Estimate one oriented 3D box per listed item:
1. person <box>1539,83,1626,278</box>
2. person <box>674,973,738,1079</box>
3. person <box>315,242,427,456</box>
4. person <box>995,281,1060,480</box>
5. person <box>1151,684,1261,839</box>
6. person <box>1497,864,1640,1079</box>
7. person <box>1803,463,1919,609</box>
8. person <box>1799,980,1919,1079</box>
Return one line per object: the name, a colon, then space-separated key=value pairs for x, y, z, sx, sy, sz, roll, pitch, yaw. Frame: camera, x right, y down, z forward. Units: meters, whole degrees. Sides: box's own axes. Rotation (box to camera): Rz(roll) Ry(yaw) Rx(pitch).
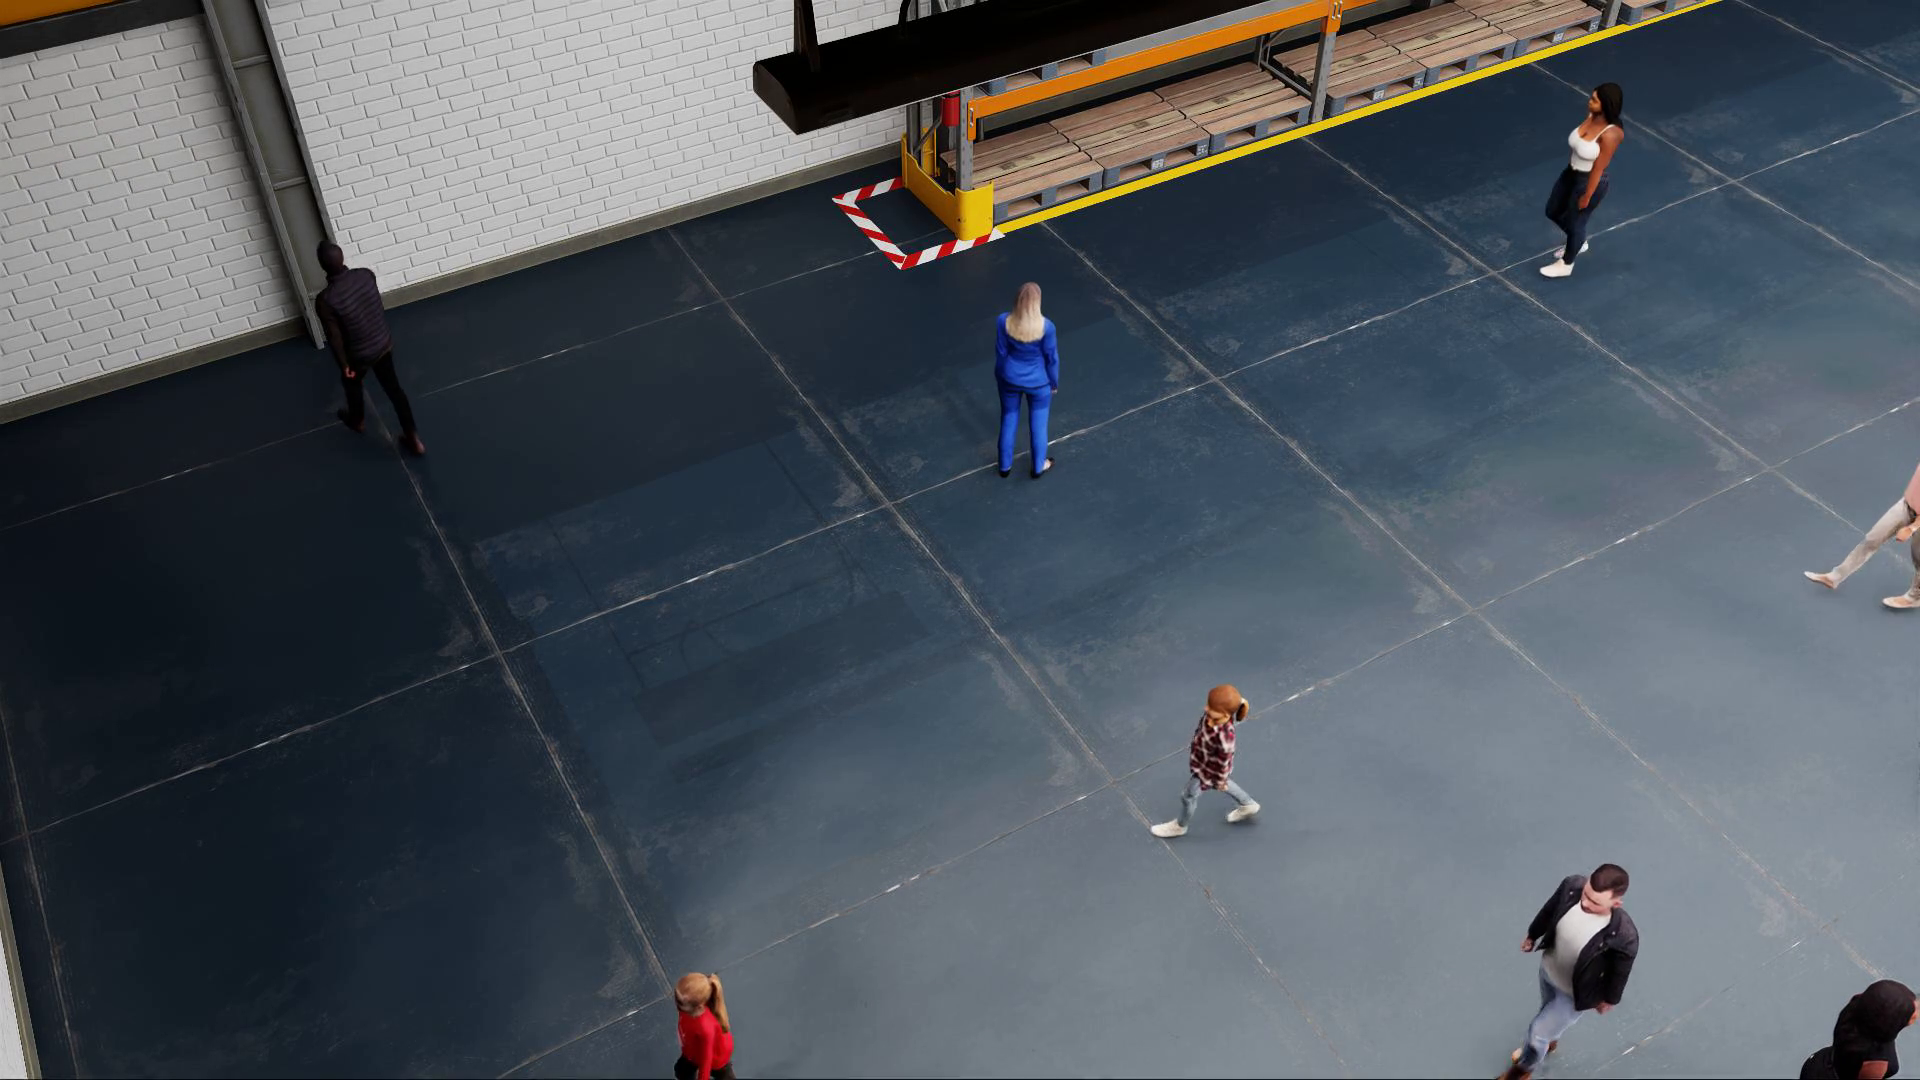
person: x=5.314 y=-2.985 z=13.906 sx=0.815 sy=1.797 sz=0.759 roll=-4 pitch=44 yaw=-5
person: x=-1.232 y=2.569 z=8.459 sx=0.656 sy=1.268 sz=0.505 roll=-25 pitch=49 yaw=-24
person: x=-4.299 y=-1.356 z=12.196 sx=1.035 sy=1.797 sz=1.122 roll=29 pitch=51 yaw=27
person: x=0.464 y=-1.135 z=12.033 sx=0.709 sy=1.700 sz=0.760 roll=10 pitch=44 yaw=10
person: x=1.540 y=1.293 z=9.782 sx=0.967 sy=1.290 sz=0.799 roll=0 pitch=44 yaw=0
person: x=3.181 y=2.182 z=8.465 sx=0.780 sy=1.820 sz=0.729 roll=-16 pitch=46 yaw=-16
person: x=6.478 y=-0.151 z=11.007 sx=1.095 sy=1.691 sz=0.948 roll=3 pitch=44 yaw=3
person: x=4.214 y=2.654 z=8.027 sx=0.720 sy=1.741 sz=0.674 roll=8 pitch=44 yaw=8
